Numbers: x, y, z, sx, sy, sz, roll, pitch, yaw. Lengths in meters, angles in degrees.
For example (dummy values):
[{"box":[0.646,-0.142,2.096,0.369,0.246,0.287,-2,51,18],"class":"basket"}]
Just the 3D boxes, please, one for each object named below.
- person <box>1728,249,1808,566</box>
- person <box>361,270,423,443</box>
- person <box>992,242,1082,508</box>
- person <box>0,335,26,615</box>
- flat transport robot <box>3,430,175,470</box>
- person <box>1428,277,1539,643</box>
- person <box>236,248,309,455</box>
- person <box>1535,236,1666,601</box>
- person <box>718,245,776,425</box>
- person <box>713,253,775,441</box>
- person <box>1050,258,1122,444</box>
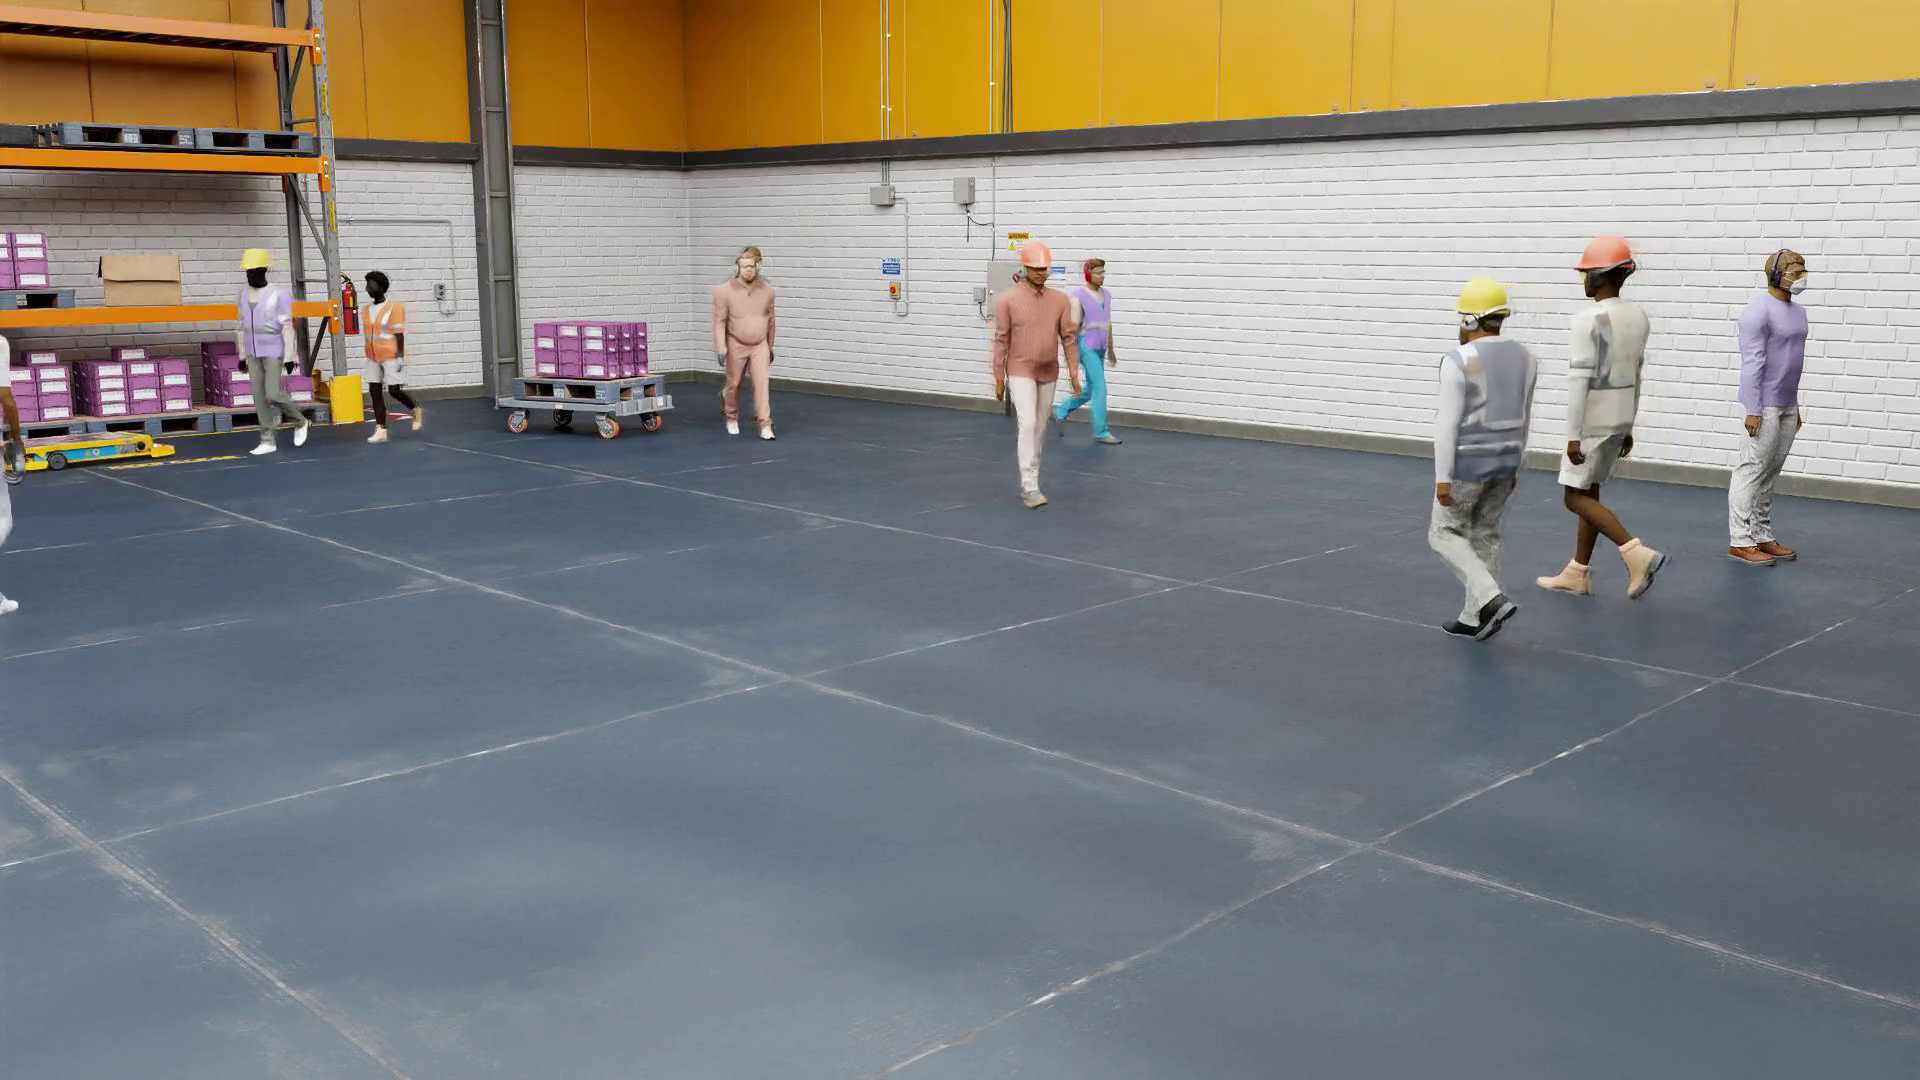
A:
[{"box":[5.019,-0.818,10.286,0.631,1.940,0.372,-9,14,-40],"class":"person"},{"box":[-5.605,-1.804,16.341,0.533,1.683,0.568,4,11,21],"class":"person"},{"box":[0.617,-1.219,12.414,0.617,1.963,0.871,-5,11,-24],"class":"person"},{"box":[-5.125,-0.458,8.565,0.523,1.854,0.708,-1,10,-4],"class":"person"},{"box":[-7.842,-0.805,14.764,0.652,0.197,1.431,8,13,36],"class":"flat transport robot"},{"box":[2.566,-0.366,8.133,0.591,1.824,0.525,-5,12,-26],"class":"person"},{"box":[-6.423,-1.752,15.464,0.590,1.909,0.530,4,11,22],"class":"person"},{"box":[3.556,-0.639,9.090,0.611,2.024,0.757,-7,13,-34],"class":"person"},{"box":[-2.284,-2.189,17.808,0.663,1.919,0.631,9,14,41],"class":"person"},{"box":[-2.164,-1.949,16.706,0.663,1.856,1.005,-4,11,-22],"class":"person"},{"box":[1.235,-1.856,16.297,0.814,1.813,0.571,7,12,33],"class":"person"}]
